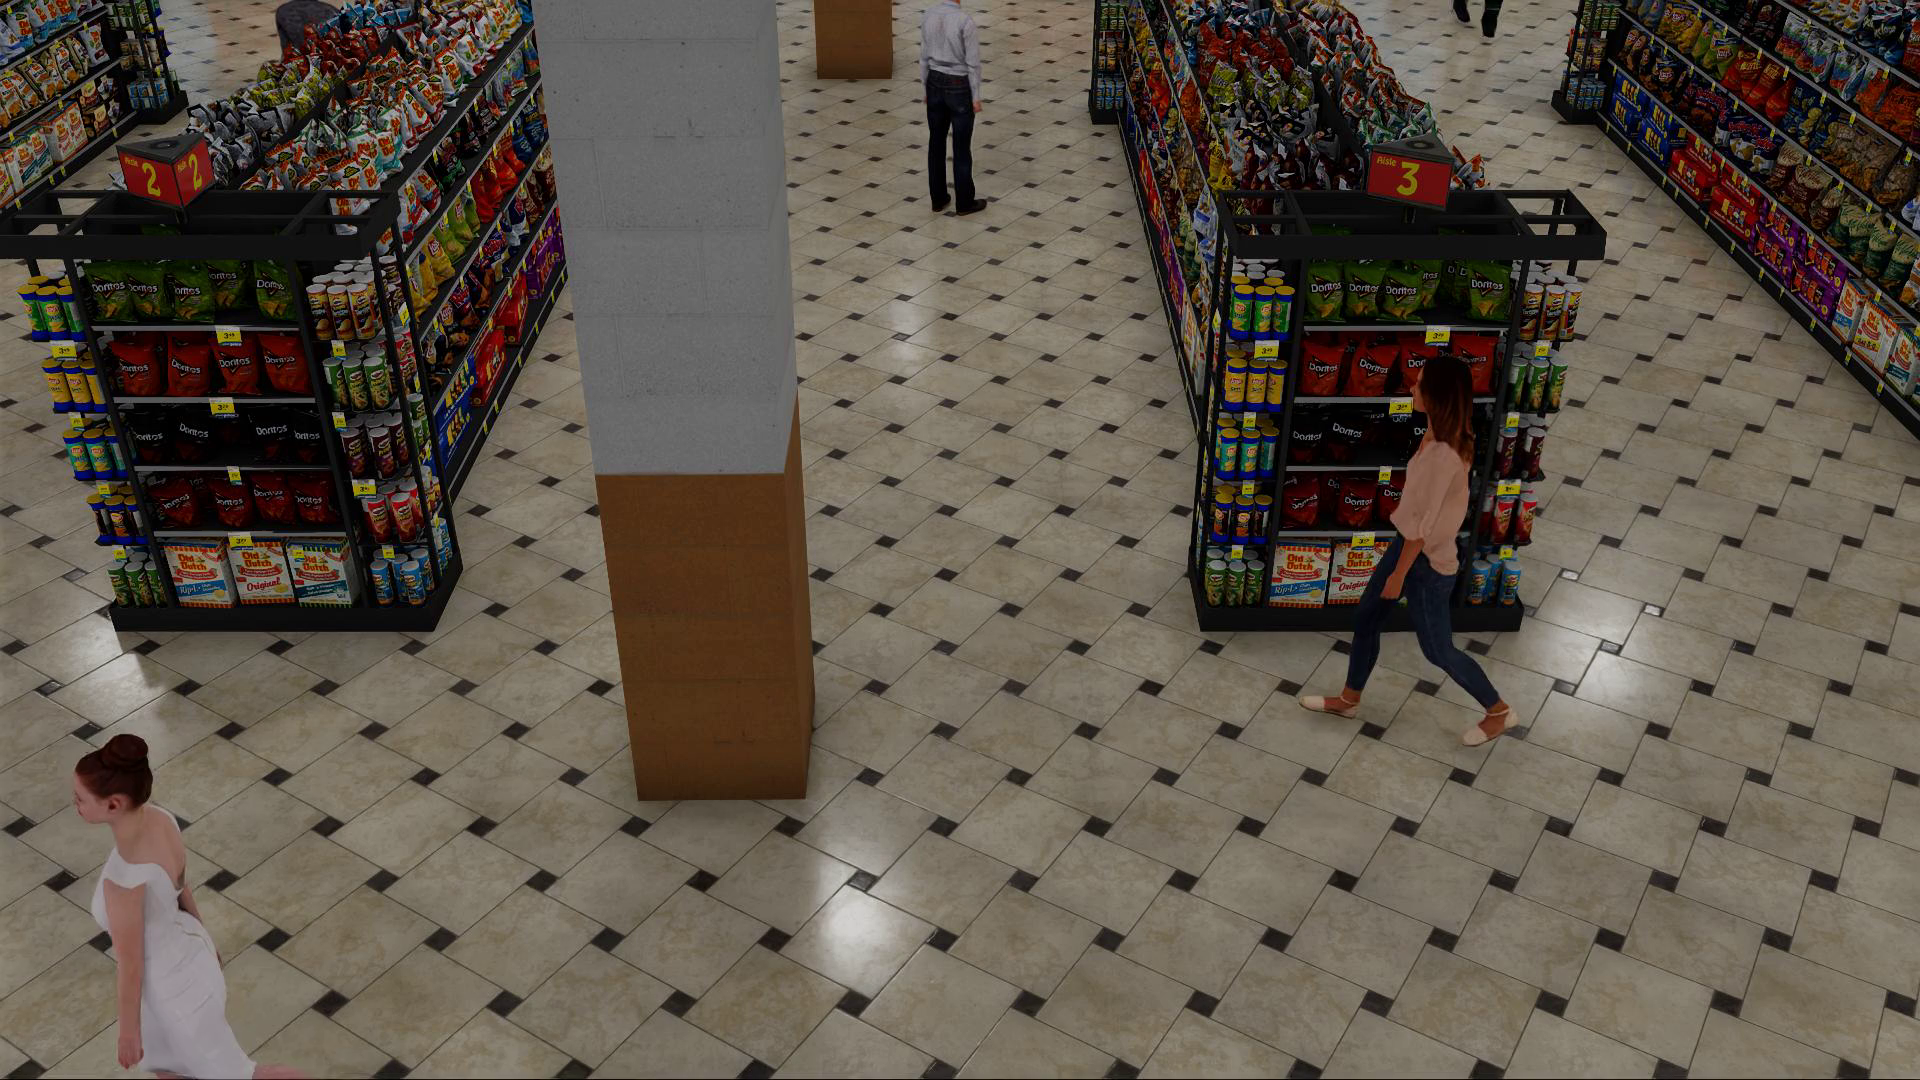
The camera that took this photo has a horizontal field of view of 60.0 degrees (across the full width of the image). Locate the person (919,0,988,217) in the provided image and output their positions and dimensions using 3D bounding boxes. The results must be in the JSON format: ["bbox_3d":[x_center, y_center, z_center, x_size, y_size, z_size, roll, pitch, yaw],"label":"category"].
[{"bbox_3d":[-0.069,-3.301,12.207,0.740,1.820,0.757,19,37,27],"label":"person"}]

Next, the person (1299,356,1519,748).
[{"bbox_3d":[1.977,0.118,6.773,0.803,1.755,1.115,5,32,8],"label":"person"}]

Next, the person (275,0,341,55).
[{"bbox_3d":[-4.631,-3.285,12.169,0.700,1.833,0.600,2,32,3],"label":"person"}]

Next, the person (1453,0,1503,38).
[{"bbox_3d":[5.227,-5.963,16.514,0.712,1.790,1.198,-2,32,-3],"label":"person"}]

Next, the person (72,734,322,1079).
[{"bbox_3d":[-2.158,1.310,4.849,0.831,1.763,1.070,-8,33,-13],"label":"person"}]
